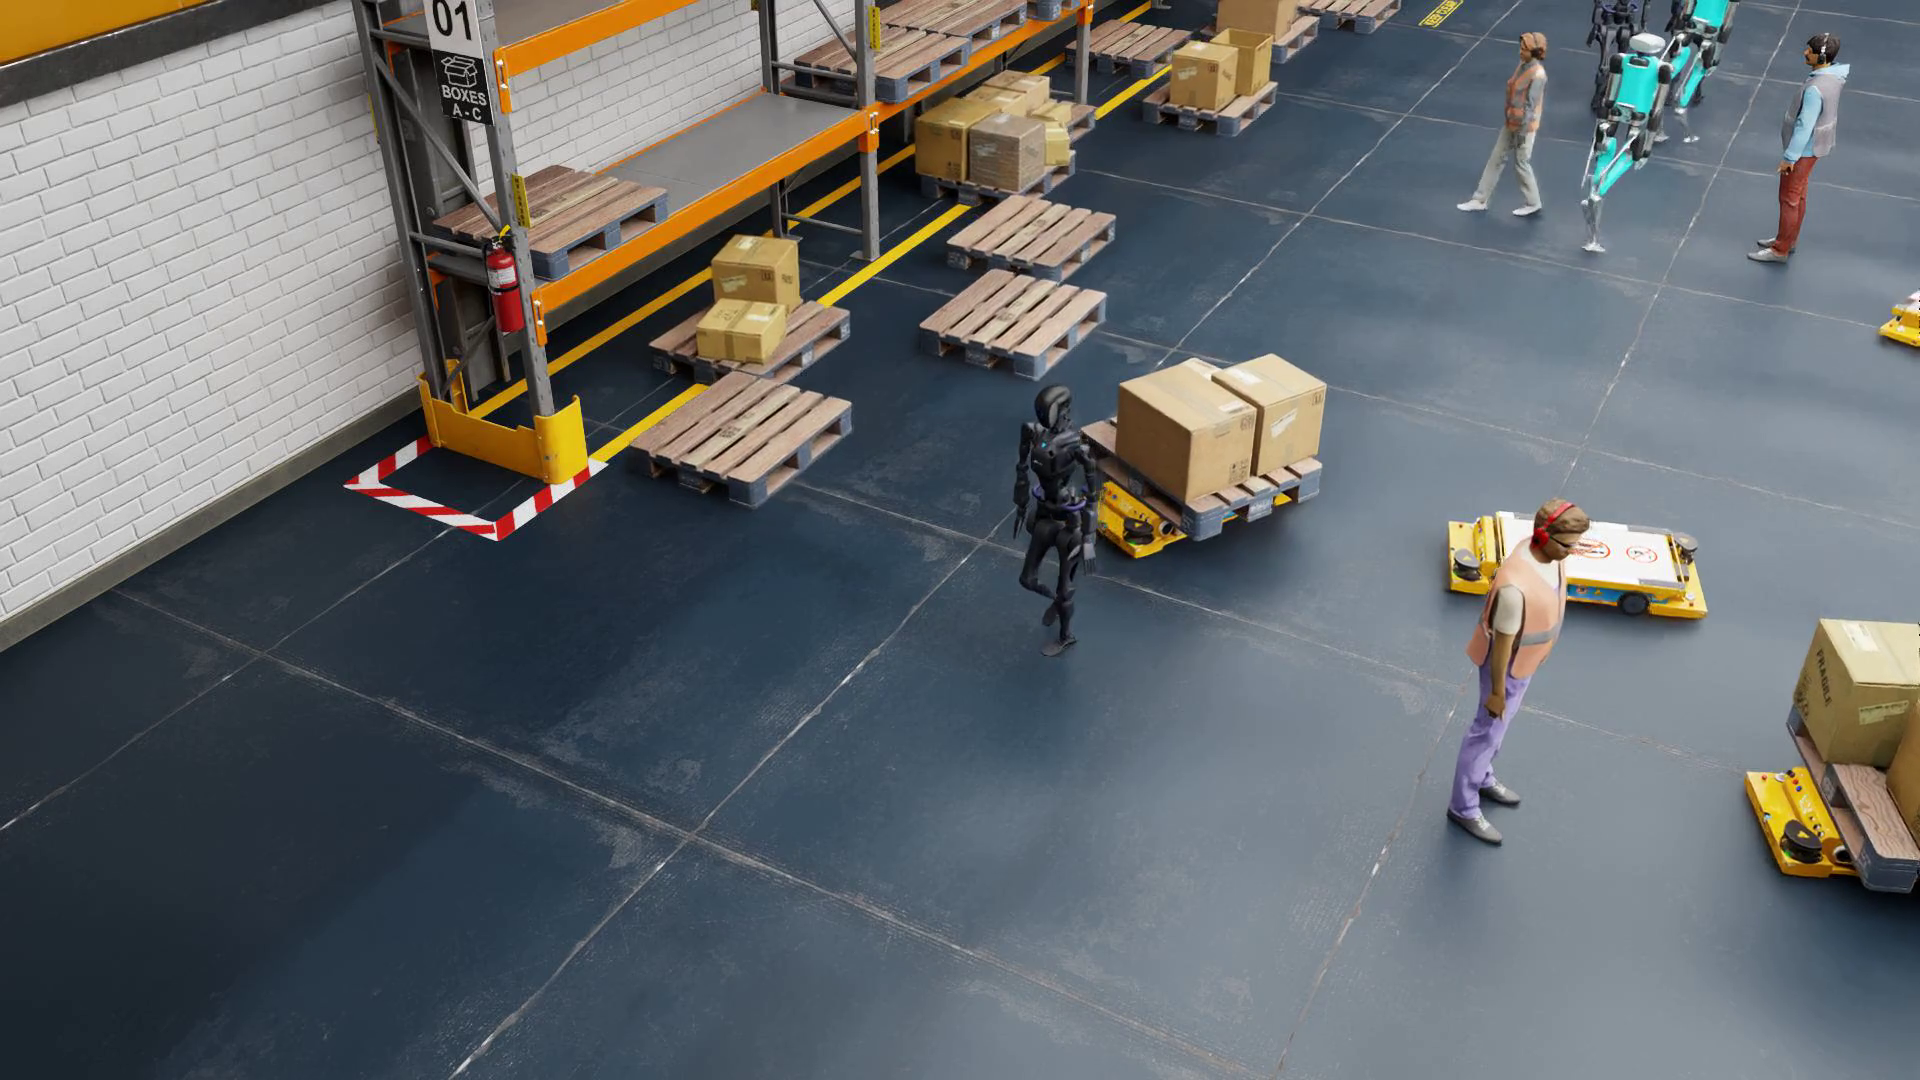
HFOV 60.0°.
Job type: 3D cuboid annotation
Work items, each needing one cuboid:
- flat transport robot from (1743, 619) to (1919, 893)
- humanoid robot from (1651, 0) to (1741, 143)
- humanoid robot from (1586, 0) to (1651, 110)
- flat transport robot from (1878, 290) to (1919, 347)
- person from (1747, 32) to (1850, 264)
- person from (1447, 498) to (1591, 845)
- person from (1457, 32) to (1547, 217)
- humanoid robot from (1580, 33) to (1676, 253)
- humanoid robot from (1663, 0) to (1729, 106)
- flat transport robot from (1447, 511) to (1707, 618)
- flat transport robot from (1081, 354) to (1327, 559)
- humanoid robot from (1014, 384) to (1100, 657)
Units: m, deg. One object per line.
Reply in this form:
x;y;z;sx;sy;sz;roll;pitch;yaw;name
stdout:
4.644;1.381;8.058;1.431;0.231;0.659;3;34;5;flat transport robot
6.871;-4.550;15.718;0.803;1.805;0.555;-25;41;-32;humanoid robot
6.634;-5.153;16.677;0.606;1.645;0.506;1;33;1;humanoid robot
7.728;-1.755;12.803;1.431;0.231;0.659;-26;42;-34;flat transport robot
6.839;-3.162;13.483;0.414;1.872;0.533;21;39;28;person
2.600;0.581;7.847;0.400;1.836;0.562;21;39;28;person
4.802;-3.562;14.315;0.696;1.612;0.531;0;33;-1;person
5.342;-3.191;13.669;0.747;1.803;0.531;-27;42;-34;humanoid robot
7.442;-5.241;16.807;0.586;1.651;0.495;26;41;34;humanoid robot
3.668;0.138;9.940;1.431;0.231;0.659;7;34;10;flat transport robot
1.489;-0.311;10.618;1.431;0.231;0.659;-20;38;-27;flat transport robot
0.549;-0.102;9.025;0.600;1.650;0.370;28;43;36;humanoid robot
